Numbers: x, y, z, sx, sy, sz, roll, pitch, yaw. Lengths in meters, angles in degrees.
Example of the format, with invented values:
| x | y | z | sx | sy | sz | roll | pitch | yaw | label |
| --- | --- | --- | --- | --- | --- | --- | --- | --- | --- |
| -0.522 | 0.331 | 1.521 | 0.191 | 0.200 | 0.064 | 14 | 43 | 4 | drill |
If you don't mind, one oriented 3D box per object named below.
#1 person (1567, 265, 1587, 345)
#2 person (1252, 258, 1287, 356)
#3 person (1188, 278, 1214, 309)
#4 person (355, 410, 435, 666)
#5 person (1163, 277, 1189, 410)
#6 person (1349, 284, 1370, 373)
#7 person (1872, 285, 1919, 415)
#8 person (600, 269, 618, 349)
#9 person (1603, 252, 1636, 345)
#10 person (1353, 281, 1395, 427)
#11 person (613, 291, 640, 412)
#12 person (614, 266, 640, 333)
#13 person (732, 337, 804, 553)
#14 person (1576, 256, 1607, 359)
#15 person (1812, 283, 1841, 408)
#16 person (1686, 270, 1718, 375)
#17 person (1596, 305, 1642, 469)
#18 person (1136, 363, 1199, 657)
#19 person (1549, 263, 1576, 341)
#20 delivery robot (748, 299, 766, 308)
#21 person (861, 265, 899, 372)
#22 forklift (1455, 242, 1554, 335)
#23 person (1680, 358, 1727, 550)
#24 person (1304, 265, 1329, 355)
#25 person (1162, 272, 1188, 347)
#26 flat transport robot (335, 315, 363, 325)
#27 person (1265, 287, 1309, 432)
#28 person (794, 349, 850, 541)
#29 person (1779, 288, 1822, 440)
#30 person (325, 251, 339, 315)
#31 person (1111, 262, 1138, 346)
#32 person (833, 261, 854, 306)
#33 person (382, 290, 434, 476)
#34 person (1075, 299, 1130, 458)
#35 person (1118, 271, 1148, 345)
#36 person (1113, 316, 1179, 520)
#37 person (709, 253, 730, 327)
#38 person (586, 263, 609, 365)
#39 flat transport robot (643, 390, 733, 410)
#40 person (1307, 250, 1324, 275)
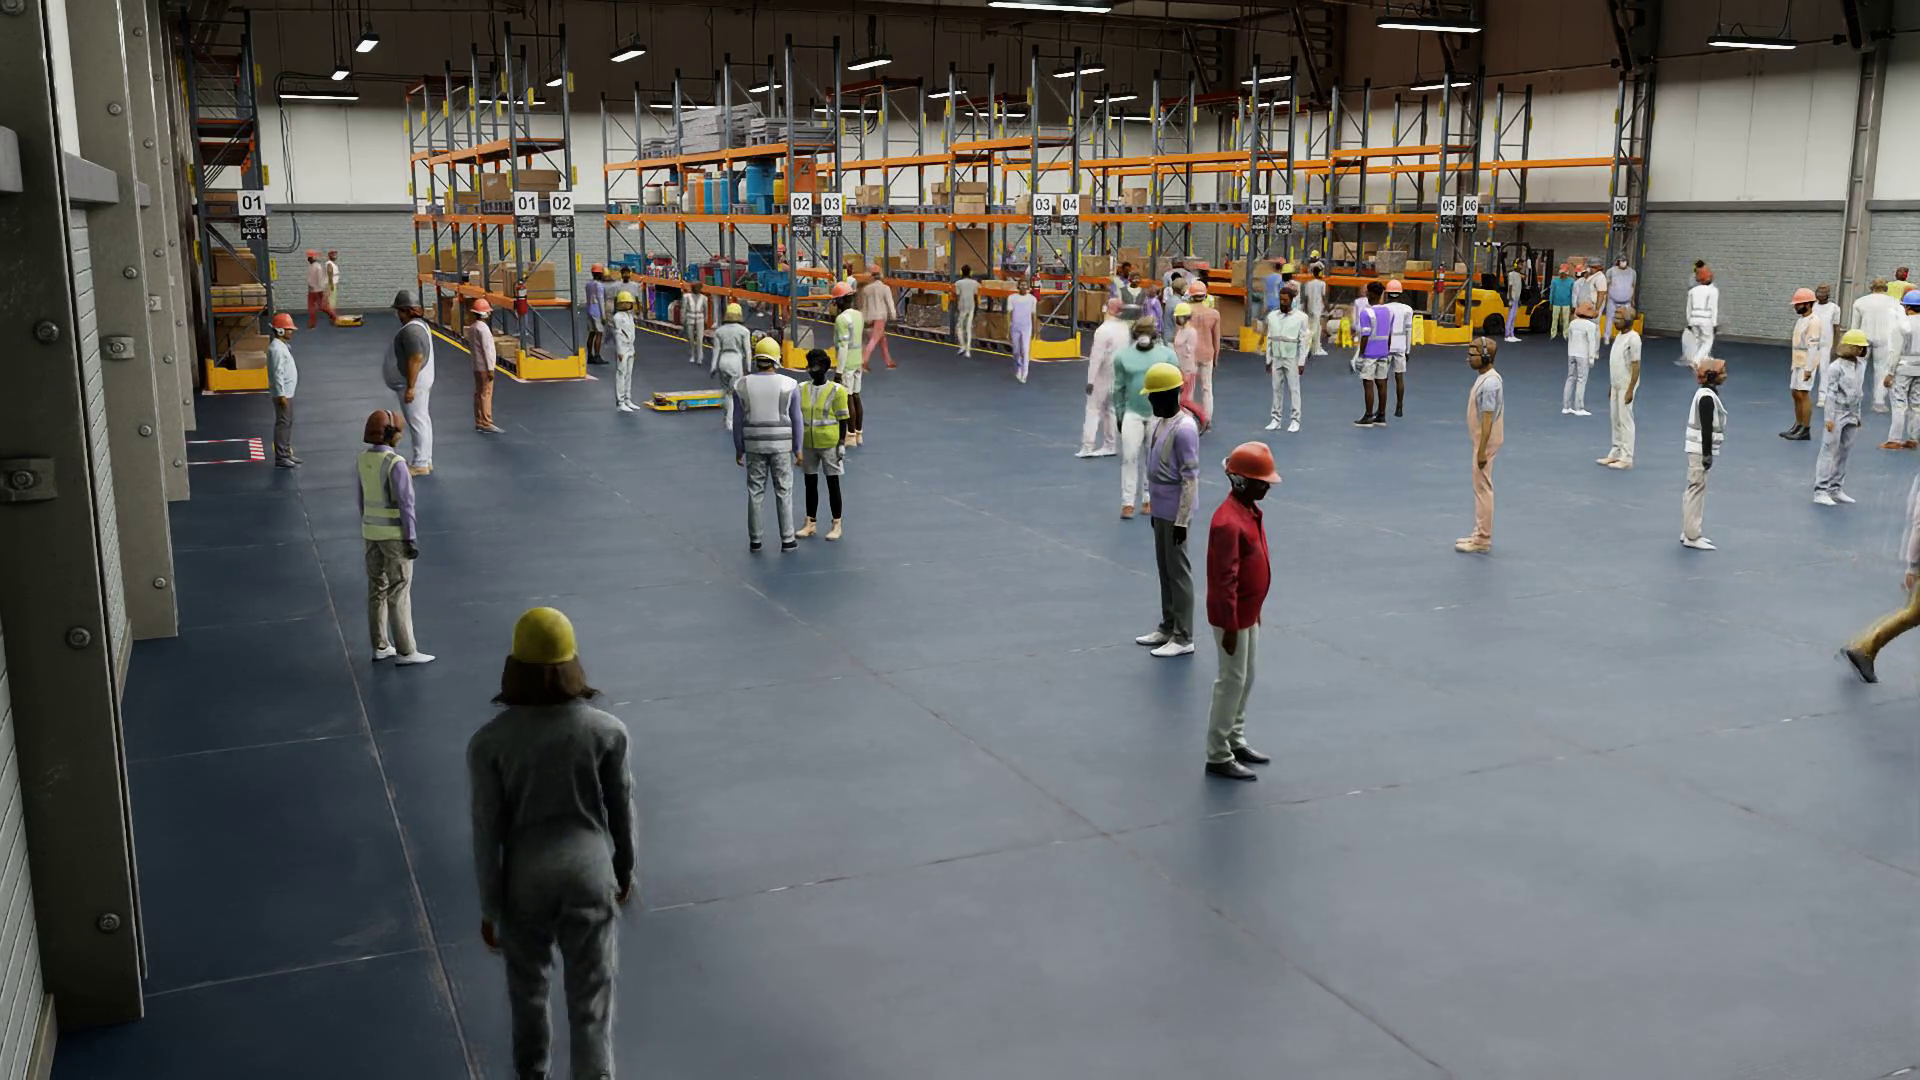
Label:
| x | y | z | sx | sy | sz | roll | pitch | yaw | label |
| --- | --- | --- | --- | --- | --- | --- | --- | --- | --- |
| 13.503 | -5.125 | 36.306 | 0.330 | 1.753 | 0.561 | 11 | 15 | 43 | person |
| 6.342 | -4.685 | 33.534 | 1.048 | 1.973 | 0.621 | -4 | 12 | -19 | person |
| 4.387 | -3.926 | 30.351 | 0.538 | 1.700 | 0.317 | -4 | 12 | -21 | person |
| -3.642 | -0.011 | 10.613 | 0.513 | 1.640 | 0.309 | 8 | 14 | 36 | person |
| 3.167 | -2.877 | 24.411 | 0.352 | 1.937 | 0.635 | -1 | 11 | -6 | person |
| 7.270 | -3.812 | 30.004 | 0.737 | 1.615 | 0.525 | -8 | 14 | -35 | person |
| 13.515 | -2.724 | 23.846 | 0.579 | 1.853 | 0.848 | -1 | 11 | -7 | person |
| -7.470 | -4.887 | 35.261 | 0.497 | 1.677 | 0.937 | -11 | 15 | -43 | person |
| 14.403 | -5.263 | 36.278 | 0.674 | 2.000 | 0.535 | 1 | 11 | 6 | person |
| 5.586 | -2.511 | 22.479 | 0.612 | 1.963 | 0.361 | -8 | 13 | -34 | person |
| -4.870 | -2.753 | 24.281 | 0.296 | 1.745 | 0.484 | 2 | 11 | 12 | person |
| -6.617 | -4.509 | 32.958 | 0.519 | 1.853 | 0.694 | -4 | 12 | -21 | person |
| -1.619 | -0.798 | 14.114 | 0.600 | 1.831 | 0.404 | 0 | 11 | 1 | person |
| 12.514 | -4.621 | 33.015 | 0.535 | 2.000 | 0.684 | 1 | 11 | 5 | person |
| 12.766 | -2.885 | 24.728 | 0.546 | 1.838 | 0.367 | 9 | 15 | 40 | person |
| 13.121 | -3.834 | 29.467 | 0.797 | 1.864 | 0.642 | -7 | 13 | -33 | person |
| 7.476 | -1.720 | 18.769 | 0.325 | 1.843 | 0.516 | 0 | 11 | -2 | person |
| 1.353 | -0.195 | 10.837 | 0.388 | 1.916 | 0.592 | -2 | 11 | -9 | person |
| 13.576 | -5.358 | 37.521 | 0.563 | 1.744 | 0.354 | 6 | 13 | 27 | person |
| -5.900 | -6.969 | 48.497 | 0.477 | 0.478 | 0.707 | 3 | 11 | 15 | delivery robot |
| -1.530 | -4.038 | 30.352 | 0.686 | 1.935 | 1.045 | 9 | 14 | 40 | person |
| 13.047 | -6.049 | 39.881 | 2.313 | 2.155 | 1.214 | -5 | 12 | -23 | forklift |
| 6.416 | -0.748 | 14.349 | 0.312 | 1.642 | 0.512 | 4 | 12 | 20 | person |
| 7.143 | -4.627 | 33.582 | 0.860 | 1.841 | 0.521 | -6 | 13 | -28 | person |
| 4.318 | -4.515 | 33.357 | 0.535 | 1.697 | 0.318 | -2 | 11 | -9 | person |
| -15.772 | -5.680 | 42.909 | 0.652 | 0.197 | 1.431 | -3 | 12 | -17 | flat transport robot |
| 4.328 | -2.393 | 22.044 | 0.586 | 1.910 | 0.395 | 9 | 14 | 39 | person |
| -1.236 | -0.839 | 14.672 | 0.542 | 1.695 | 0.316 | 5 | 12 | 24 | person |
| 10.722 | -2.236 | 21.198 | 0.384 | 1.926 | 0.550 | 1 | 11 | 6 | person |
| -17.274 | -7.036 | 45.784 | 0.392 | 1.846 | 0.564 | -2 | 11 | -11 | person |
| 3.338 | -4.601 | 33.312 | 0.592 | 1.876 | 0.919 | -3 | 11 | -14 | person |
| -2.779 | -5.747 | 39.460 | 0.563 | 1.755 | 0.322 | -9 | 14 | -39 | person |
| -6.084 | -1.737 | 18.356 | 0.538 | 2.000 | 0.689 | -2 | 11 | -9 | person |
| 1.646 | -1.894 | 19.597 | 0.559 | 1.872 | 0.735 | 8 | 13 | 34 | person |
| 3.141 | -3.970 | 30.250 | 0.580 | 1.829 | 0.390 | -2 | 11 | -9 | person |
| 1.735 | -1.133 | 15.656 | 0.637 | 1.902 | 0.888 | 2 | 11 | 10 | person |
| -5.905 | -6.075 | 40.796 | 0.573 | 1.887 | 0.355 | 3 | 12 | 15 | person |
| -6.907 | -4.307 | 31.724 | 0.411 | 1.927 | 0.546 | -9 | 14 | -39 | person |
| -3.902 | -2.079 | 24.611 | 1.431 | 0.197 | 0.652 | -6 | 13 | -27 | flat transport robot |
| 9.905 | -7.174 | 46.511 | 0.404 | 1.837 | 0.596 | -5 | 12 | -24 | person |
